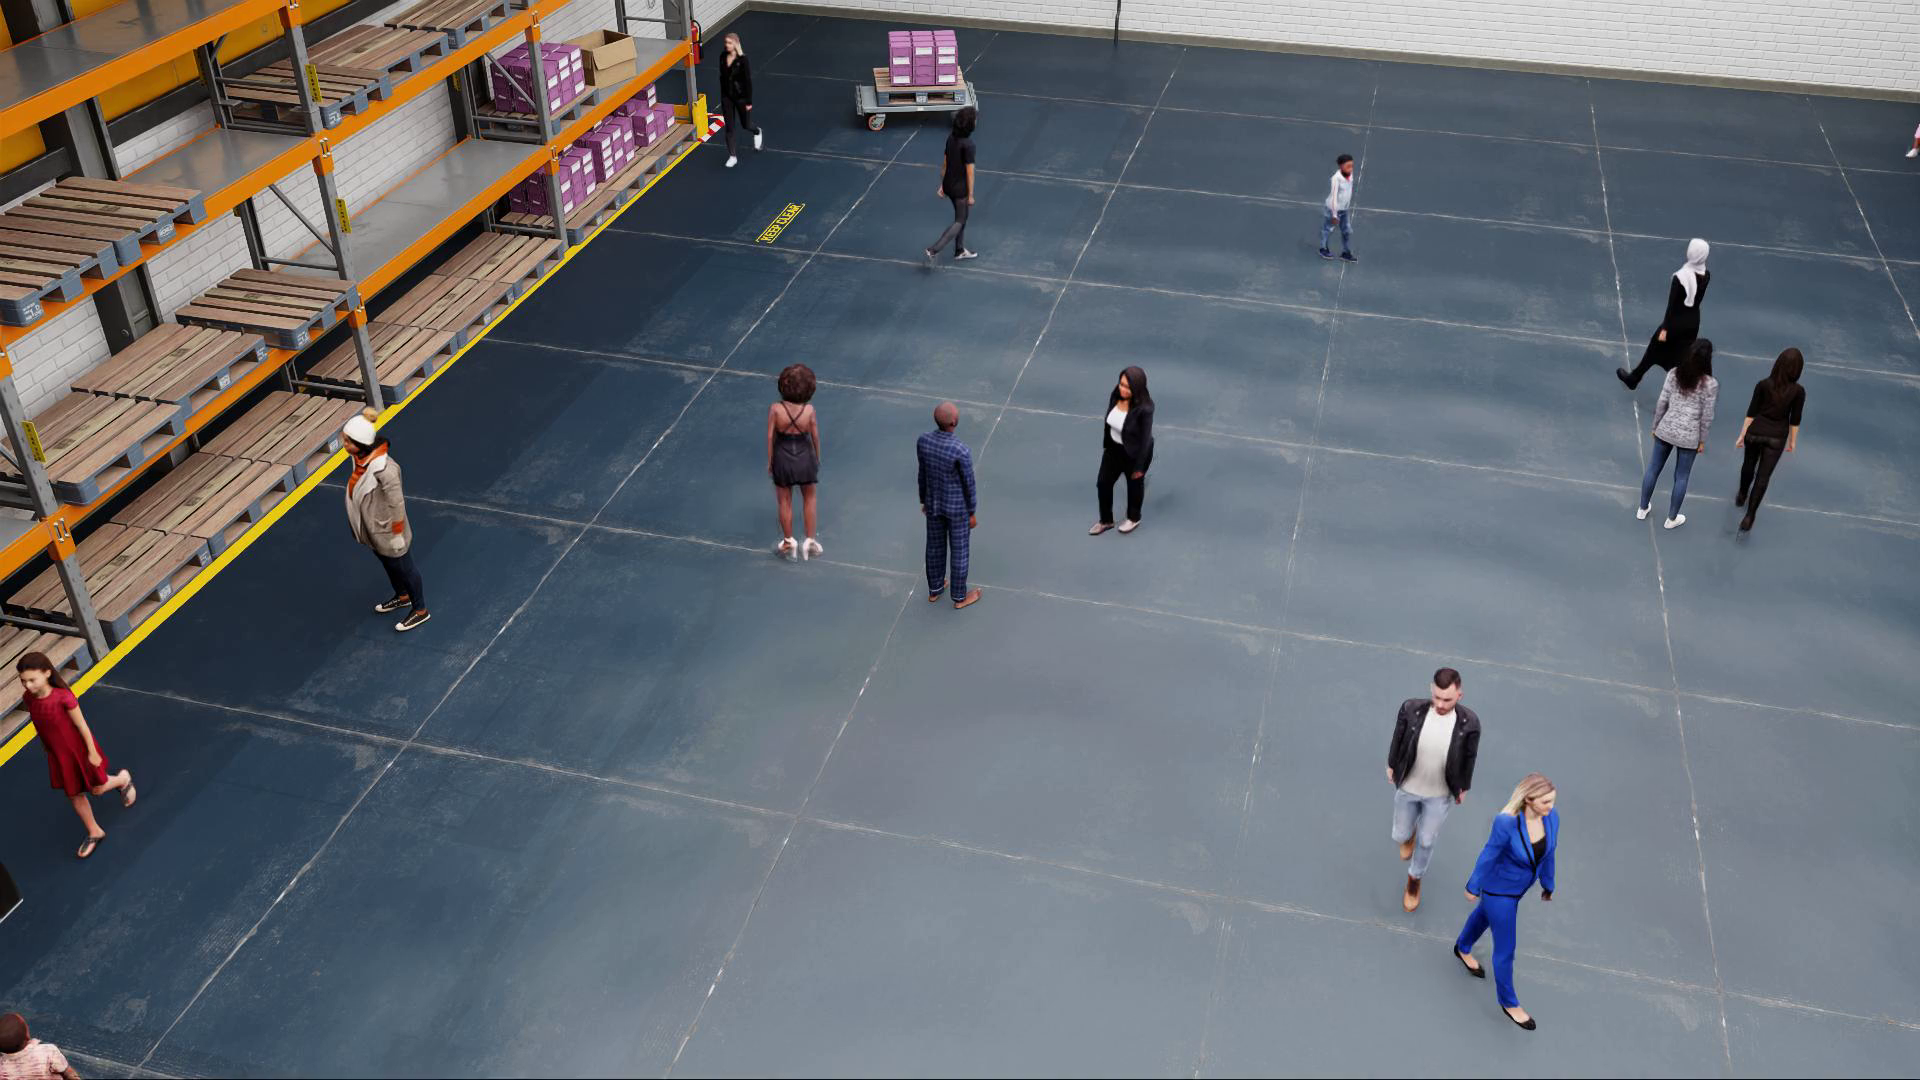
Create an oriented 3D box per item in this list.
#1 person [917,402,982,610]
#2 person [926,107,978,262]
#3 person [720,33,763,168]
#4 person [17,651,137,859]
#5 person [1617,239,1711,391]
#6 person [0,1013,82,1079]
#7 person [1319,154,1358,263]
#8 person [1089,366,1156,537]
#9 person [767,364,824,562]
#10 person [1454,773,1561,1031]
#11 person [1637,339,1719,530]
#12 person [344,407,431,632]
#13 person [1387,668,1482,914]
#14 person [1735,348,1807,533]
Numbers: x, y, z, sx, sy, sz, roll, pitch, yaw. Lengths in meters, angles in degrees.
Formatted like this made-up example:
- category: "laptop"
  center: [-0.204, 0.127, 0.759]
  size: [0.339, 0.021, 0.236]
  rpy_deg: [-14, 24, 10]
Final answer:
- category: "person"
  center: [-0.095, -0.281, 13.072]
  size: [0.722, 1.819, 0.694]
  rpy_deg: [18, 38, 25]
- category: "person"
  center: [-0.094, -3.906, 18.544]
  size: [1.032, 1.797, 0.980]
  rpy_deg: [-21, 39, -28]
- category: "person"
  center: [-2.821, -5.673, 21.326]
  size: [0.699, 1.660, 1.064]
  rpy_deg: [13, 36, 18]
- category: "person"
  center: [-5.797, 1.323, 10.909]
  size: [0.633, 1.540, 0.876]
  rpy_deg: [3, 34, 5]
- category: "person"
  center: [6.820, -1.929, 15.623]
  size: [1.023, 1.738, 1.191]
  rpy_deg: [-11, 35, -16]
- category: "person"
  center: [-4.751, 2.995, 8.635]
  size: [0.839, 1.274, 0.975]
  rpy_deg: [-11, 35, -16]
- category: "person"
  center: [4.247, -3.791, 18.875]
  size: [0.718, 1.239, 0.770]
  rpy_deg: [-18, 38, -25]
- category: "person"
  center: [1.467, -0.763, 13.997]
  size: [0.798, 1.597, 0.863]
  rpy_deg: [26, 41, 33]
- category: "person"
  center: [-1.362, -0.614, 13.608]
  size: [0.698, 1.778, 0.708]
  rpy_deg: [-14, 36, -20]
- category: "person"
  center: [3.146, 1.981, 9.803]
  size: [1.013, 1.670, 1.075]
  rpy_deg: [-16, 37, -23]
- category: "person"
  center: [6.092, -0.914, 14.102]
  size: [0.686, 1.732, 0.683]
  rpy_deg: [27, 42, 34]
- category: "person"
  center: [-4.444, -0.183, 12.856]
  size: [0.849, 1.894, 0.824]
  rpy_deg: [-27, 42, -34]
- category: "person"
  center: [2.925, 1.481, 10.418]
  size: [0.685, 1.821, 0.821]
  rpy_deg: [10, 35, 15]
- category: "person"
  center: [6.818, -0.823, 14.074]
  size: [0.761, 1.610, 1.100]
  rpy_deg: [17, 37, 24]
